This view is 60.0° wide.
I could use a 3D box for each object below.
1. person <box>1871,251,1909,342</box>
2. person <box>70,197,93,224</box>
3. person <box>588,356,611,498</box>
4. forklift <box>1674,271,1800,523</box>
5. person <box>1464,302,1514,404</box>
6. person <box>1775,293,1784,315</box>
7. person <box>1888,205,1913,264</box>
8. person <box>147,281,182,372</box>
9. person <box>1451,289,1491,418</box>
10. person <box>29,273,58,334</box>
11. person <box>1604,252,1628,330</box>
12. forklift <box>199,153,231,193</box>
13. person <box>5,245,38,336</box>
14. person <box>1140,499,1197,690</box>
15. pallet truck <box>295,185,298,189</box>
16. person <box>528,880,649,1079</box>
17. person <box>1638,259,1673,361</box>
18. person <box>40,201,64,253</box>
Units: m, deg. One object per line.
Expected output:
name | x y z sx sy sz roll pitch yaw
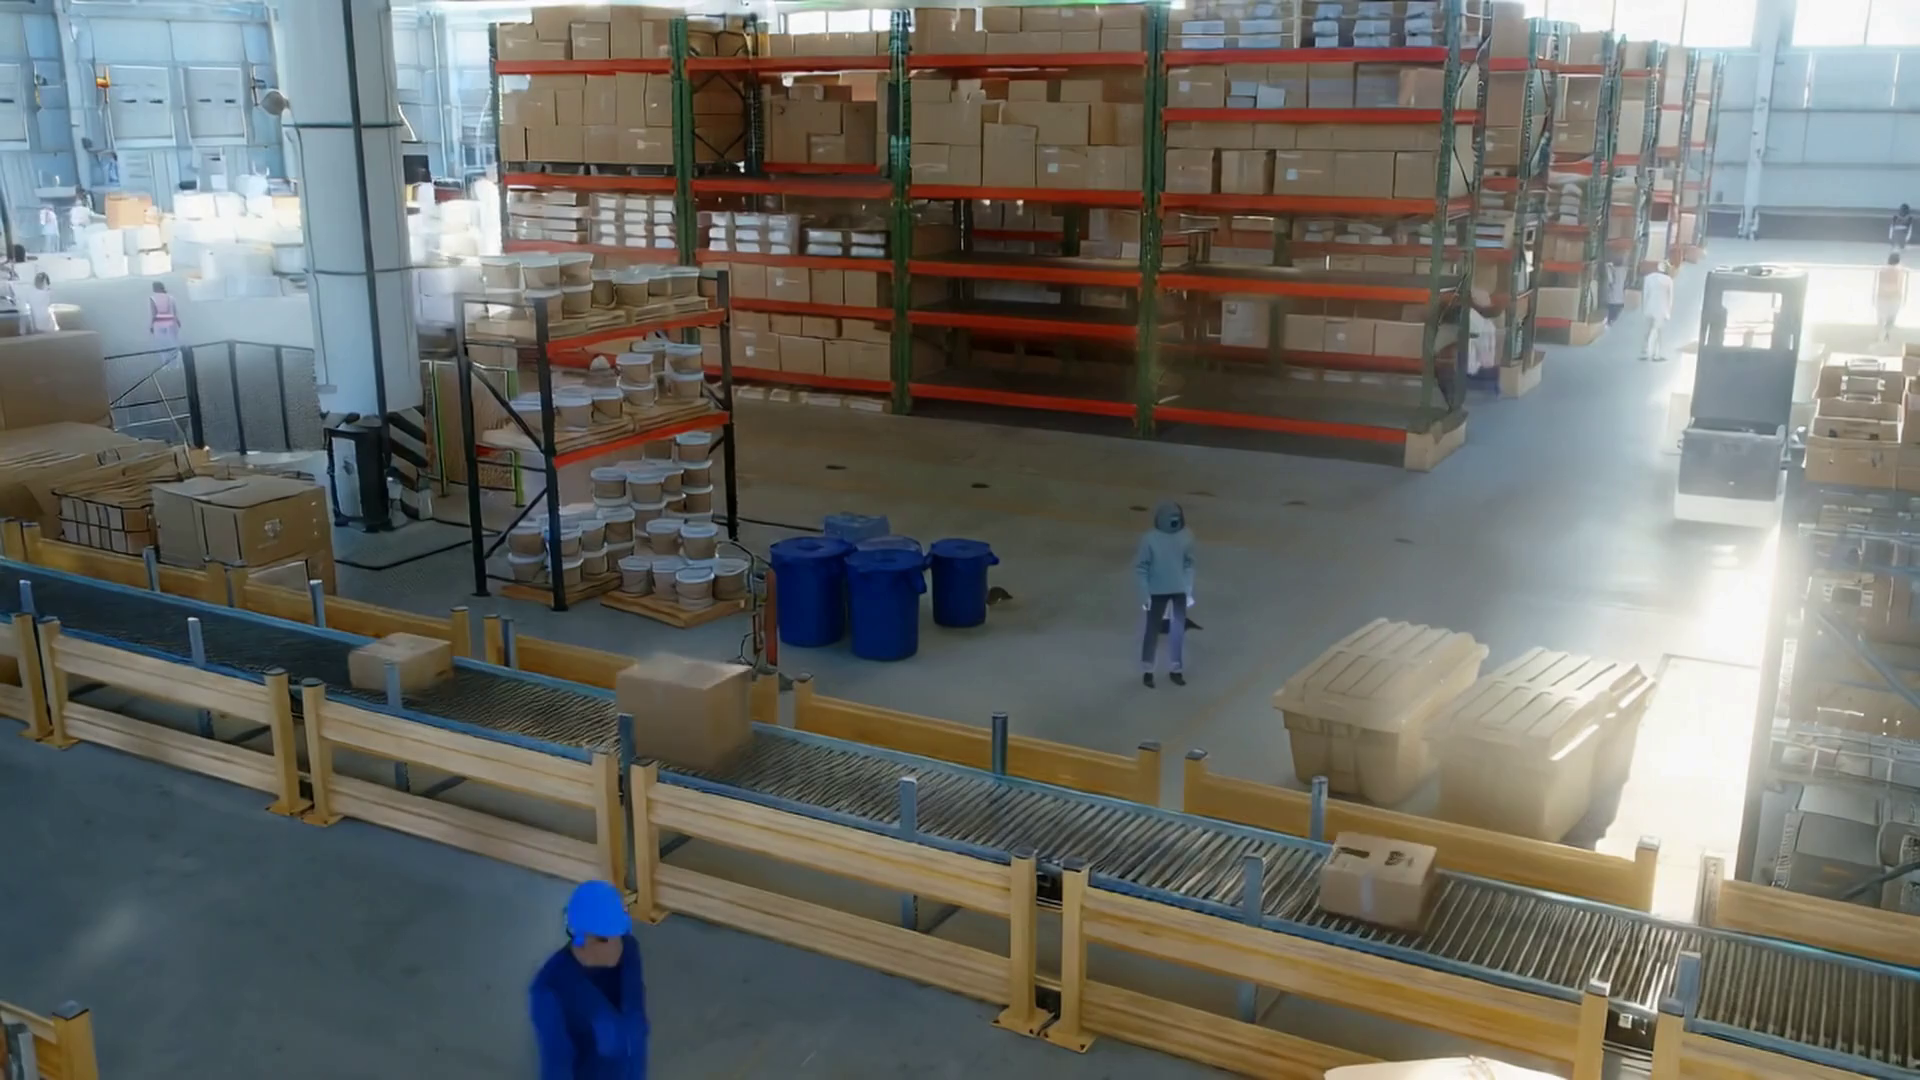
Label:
person | 18.715 -4.898 33.523 0.626 1.831 0.449 8 17 28
person | -26.356 -9.338 50.054 0.634 1.921 0.530 5 16 18
person | -4.403 -1.387 20.450 0.316 1.767 0.535 1 15 3
forklift | 9.269 -1.763 19.726 1.129 2.768 1.873 8 17 27
person | 8.489 -2.991 26.673 0.890 1.650 0.556 6 16 21
person | 15.539 -4.224 31.387 0.280 1.624 0.493 2 15 7
person | 27.478 -8.890 48.613 0.564 1.796 1.011 9 18 32
person | -14.290 -3.835 29.898 0.518 1.638 0.309 -12 19 -39
person | 7.864 -2.911 25.781 0.384 1.990 0.782 -2 15 -8
person | -16.026 -3.748 29.171 0.541 1.853 0.417 5 16 20
person | 13.847 -5.270 35.214 0.543 1.670 0.416 -3 15 -12
forklift | -27.440 -12.865 61.464 1.873 2.768 1.129 8 17 28
person | -18.856 -4.970 33.533 0.361 1.964 0.618 12 19 38
person | 1.729 0.446 13.834 0.497 1.626 0.288 -4 15 -15
pallet truck | -26.804 -14.617 69.738 1.885 1.965 0.823 -14 20 -42
person | -1.402 2.236 6.755 0.806 1.799 0.591 10 18 33
person | 13.068 -4.303 31.162 0.400 1.902 0.641 -8 17 -27
person | -27.182 -9.242 49.850 0.657 1.828 0.568 8 17 27
